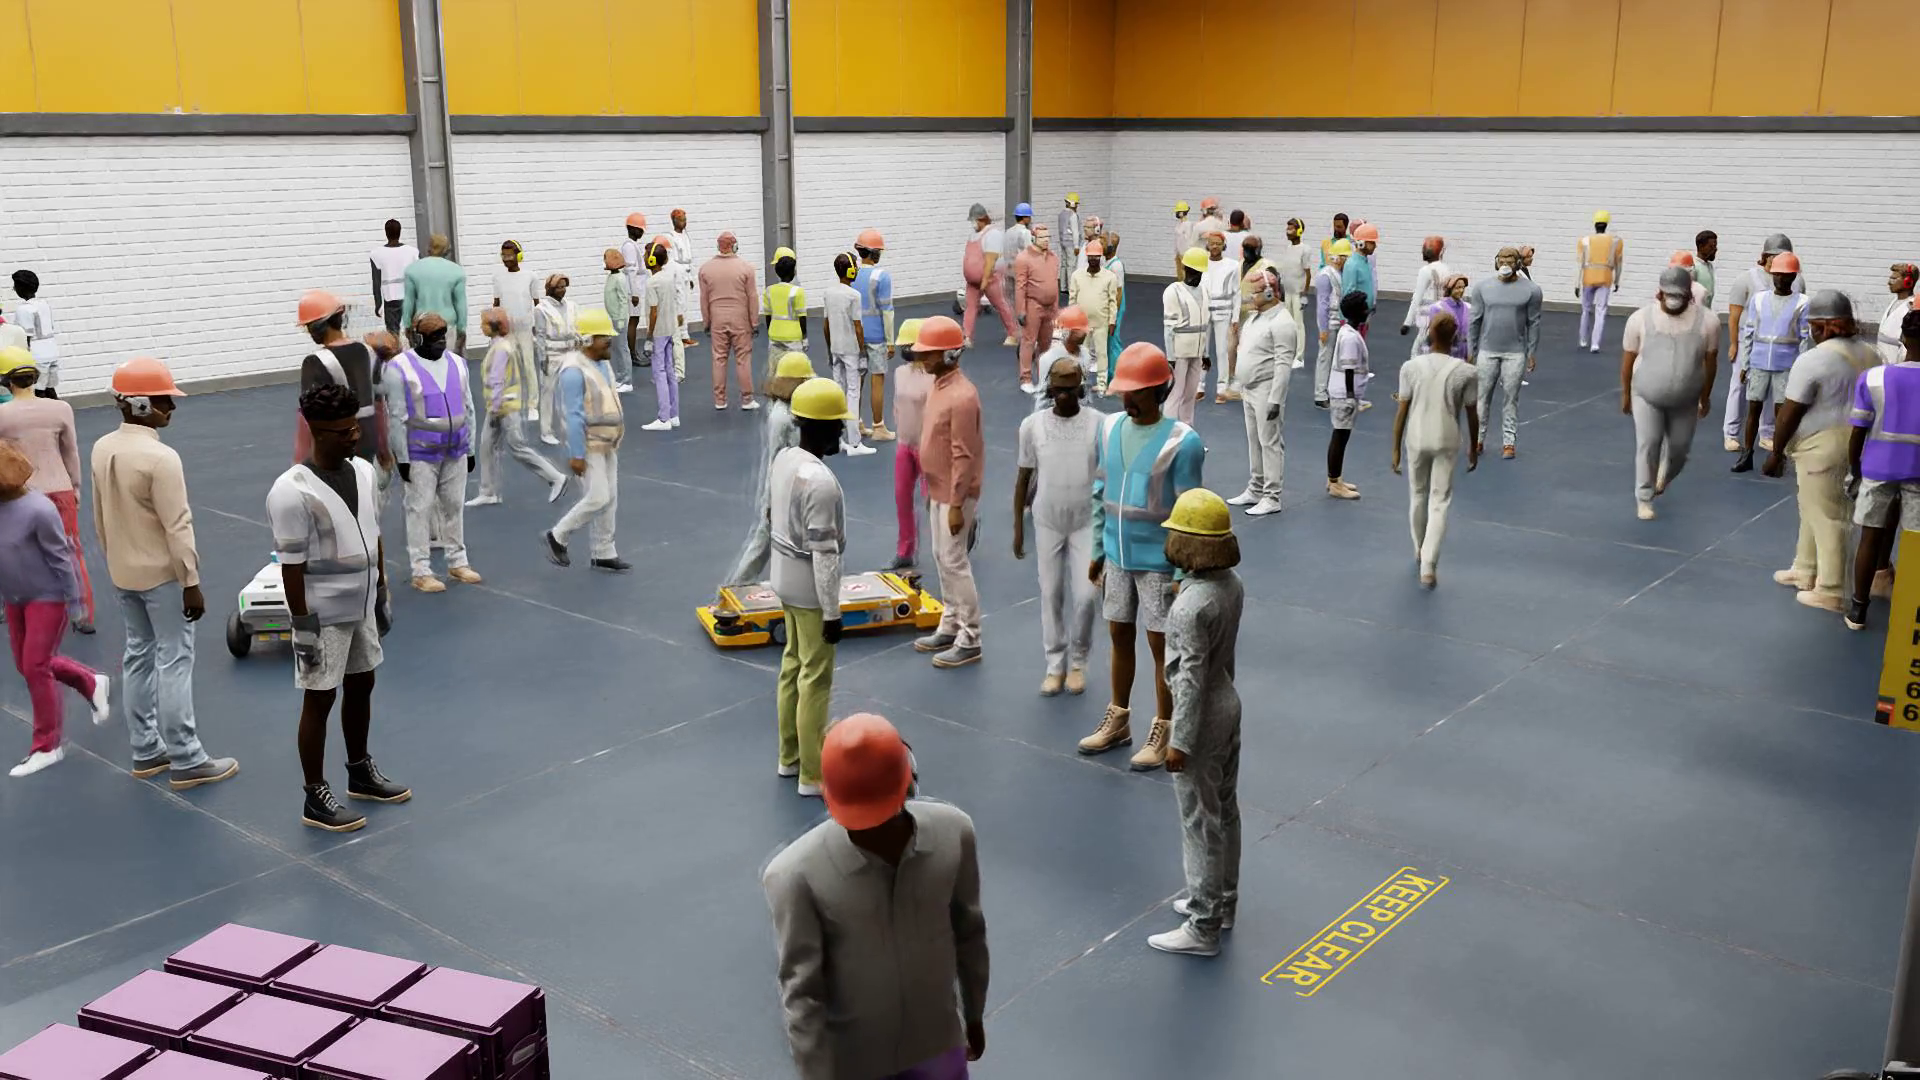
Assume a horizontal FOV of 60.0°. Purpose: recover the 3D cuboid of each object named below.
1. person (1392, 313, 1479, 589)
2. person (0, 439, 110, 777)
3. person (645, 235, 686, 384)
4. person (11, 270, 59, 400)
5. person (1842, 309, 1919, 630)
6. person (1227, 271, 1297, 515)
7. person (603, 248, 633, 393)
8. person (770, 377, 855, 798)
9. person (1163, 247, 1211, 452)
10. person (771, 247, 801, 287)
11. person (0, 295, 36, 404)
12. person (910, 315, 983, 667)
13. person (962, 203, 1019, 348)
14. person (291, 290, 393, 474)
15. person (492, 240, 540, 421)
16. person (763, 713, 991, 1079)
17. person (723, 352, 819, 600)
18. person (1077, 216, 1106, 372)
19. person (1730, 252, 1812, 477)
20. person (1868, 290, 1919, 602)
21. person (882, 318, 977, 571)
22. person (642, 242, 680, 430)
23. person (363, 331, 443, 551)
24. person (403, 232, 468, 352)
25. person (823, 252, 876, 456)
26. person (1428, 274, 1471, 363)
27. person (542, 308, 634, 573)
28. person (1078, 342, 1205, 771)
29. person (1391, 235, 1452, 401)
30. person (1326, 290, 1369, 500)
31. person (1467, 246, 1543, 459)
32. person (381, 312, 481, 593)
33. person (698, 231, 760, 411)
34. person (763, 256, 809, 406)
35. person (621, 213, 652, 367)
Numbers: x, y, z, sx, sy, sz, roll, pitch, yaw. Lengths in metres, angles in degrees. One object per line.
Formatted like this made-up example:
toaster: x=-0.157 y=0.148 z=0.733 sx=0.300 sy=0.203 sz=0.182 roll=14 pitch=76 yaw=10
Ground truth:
person: x=3.215 y=-0.629 z=11.192 sx=0.519 sy=1.784 sz=0.976 roll=7 pitch=16 yaw=27
person: x=-4.386 y=0.272 z=7.972 sx=0.511 sy=1.603 sz=0.660 roll=5 pitch=15 yaw=19
person: x=-3.479 y=-2.709 z=19.600 sx=0.568 sy=1.744 sz=0.349 roll=8 pitch=16 yaw=28
person: x=-8.690 y=-1.701 z=15.692 sx=0.319 sy=1.687 sz=0.539 roll=-1 pitch=14 yaw=-5
person: x=5.629 y=-0.404 z=9.944 sx=0.610 sy=1.962 sz=0.365 roll=9 pitch=17 yaw=31
person: x=2.365 y=-1.151 z=13.059 sx=0.407 sy=1.902 sz=0.639 roll=-3 pitch=14 yaw=-11
person: x=-3.934 y=-2.507 z=19.018 sx=0.281 sy=1.634 sz=0.498 roll=-8 pitch=16 yaw=-29
person: x=-0.658 y=0.217 z=7.561 sx=0.390 sy=1.920 sz=0.586 roll=-6 pitch=15 yaw=-23
person: x=2.113 y=-1.734 z=15.355 sx=0.585 sy=1.917 sz=0.382 roll=-13 pitch=19 yaw=-42
person: x=-1.800 y=-2.188 z=17.489 sx=0.341 sy=1.760 sz=0.525 roll=1 pitch=14 yaw=2
person: x=-7.794 y=-1.180 z=13.482 sx=0.545 sy=1.751 sz=0.376 roll=-8 pitch=16 yaw=-30
person: x=-0.075 y=-0.282 z=9.414 sx=0.414 sy=1.985 sz=0.615 roll=-4 pitch=15 yaw=-15
person: x=0.384 y=-3.659 z=22.795 sx=1.048 sy=2.000 sz=0.687 roll=-10 pitch=17 yaw=-34
person: x=-3.922 y=-0.568 z=10.512 sx=0.596 sy=2.005 sz=0.612 roll=3 pitch=14 yaw=14
person: x=-4.552 y=-2.146 z=17.106 sx=0.534 sy=1.865 sz=0.309 roll=0 pitch=14 yaw=2
person: x=-0.144 y=1.223 z=3.968 sx=0.585 sy=1.705 sz=0.653 roll=-6 pitch=15 yaw=-23
person: x=-1.056 y=-0.299 z=10.076 sx=0.925 sy=1.690 sz=0.491 roll=0 pitch=14 yaw=-1
person: x=1.632 y=-3.037 z=20.572 sx=0.402 sy=1.910 sz=0.652 roll=-6 pitch=15 yaw=-23
person: x=7.074 y=-1.523 z=14.469 sx=0.545 sy=1.938 sz=0.362 roll=12 pitch=18 yaw=39
person: x=6.104 y=-0.618 z=10.639 sx=0.389 sy=2.045 sz=0.606 roll=9 pitch=17 yaw=32
person: x=-0.211 y=-0.657 z=11.417 sx=0.641 sy=1.751 sz=0.527 roll=-13 pitch=19 yaw=-41
person: x=-3.020 y=-2.038 z=16.655 sx=0.328 sy=1.876 sz=0.514 roll=4 pitch=15 yaw=15
person: x=-4.110 y=-0.669 z=11.746 sx=0.823 sy=1.604 sz=0.518 roll=-3 pitch=14 yaw=-11
person: x=-5.474 y=-2.240 z=17.378 sx=0.657 sy=1.911 sz=0.656 roll=-2 pitch=14 yaw=-10
person: x=-1.035 y=-1.713 z=15.368 sx=0.508 sy=1.872 sz=0.329 roll=13 pitch=19 yaw=41
person: x=4.631 y=-1.699 z=15.772 sx=0.513 sy=1.642 sz=0.313 roll=-7 pitch=16 yaw=-27
person: x=-2.516 y=-0.653 z=11.247 sx=0.521 sy=1.815 sz=0.605 roll=3 pitch=14 yaw=12
person: x=0.843 y=0.080 z=7.854 sx=0.391 sy=2.042 sz=0.605 roll=-13 pitch=19 yaw=-43
person: x=5.169 y=-2.363 z=18.019 sx=0.915 sy=1.855 sz=0.574 roll=11 pitch=18 yaw=37
person: x=3.180 y=-1.193 z=13.634 sx=0.320 sy=1.698 sz=0.537 roll=3 pitch=14 yaw=10
person: x=4.960 y=-1.715 z=15.231 sx=0.636 sy=1.938 sz=0.358 roll=6 pitch=15 yaw=22
person: x=-3.434 y=-0.576 z=10.910 sx=0.431 sy=1.835 sz=0.619 roll=12 pitch=18 yaw=40
person: x=-2.442 y=-2.334 z=17.770 sx=0.636 sy=1.911 sz=0.406 roll=2 pitch=14 yaw=8
person: x=-1.782 y=-2.079 z=17.173 sx=0.529 sy=1.699 sz=0.321 roll=9 pitch=16 yaw=31
person: x=-4.088 y=-3.163 z=21.045 sx=0.377 sy=1.924 sz=0.552 roll=-2 pitch=14 yaw=-10
